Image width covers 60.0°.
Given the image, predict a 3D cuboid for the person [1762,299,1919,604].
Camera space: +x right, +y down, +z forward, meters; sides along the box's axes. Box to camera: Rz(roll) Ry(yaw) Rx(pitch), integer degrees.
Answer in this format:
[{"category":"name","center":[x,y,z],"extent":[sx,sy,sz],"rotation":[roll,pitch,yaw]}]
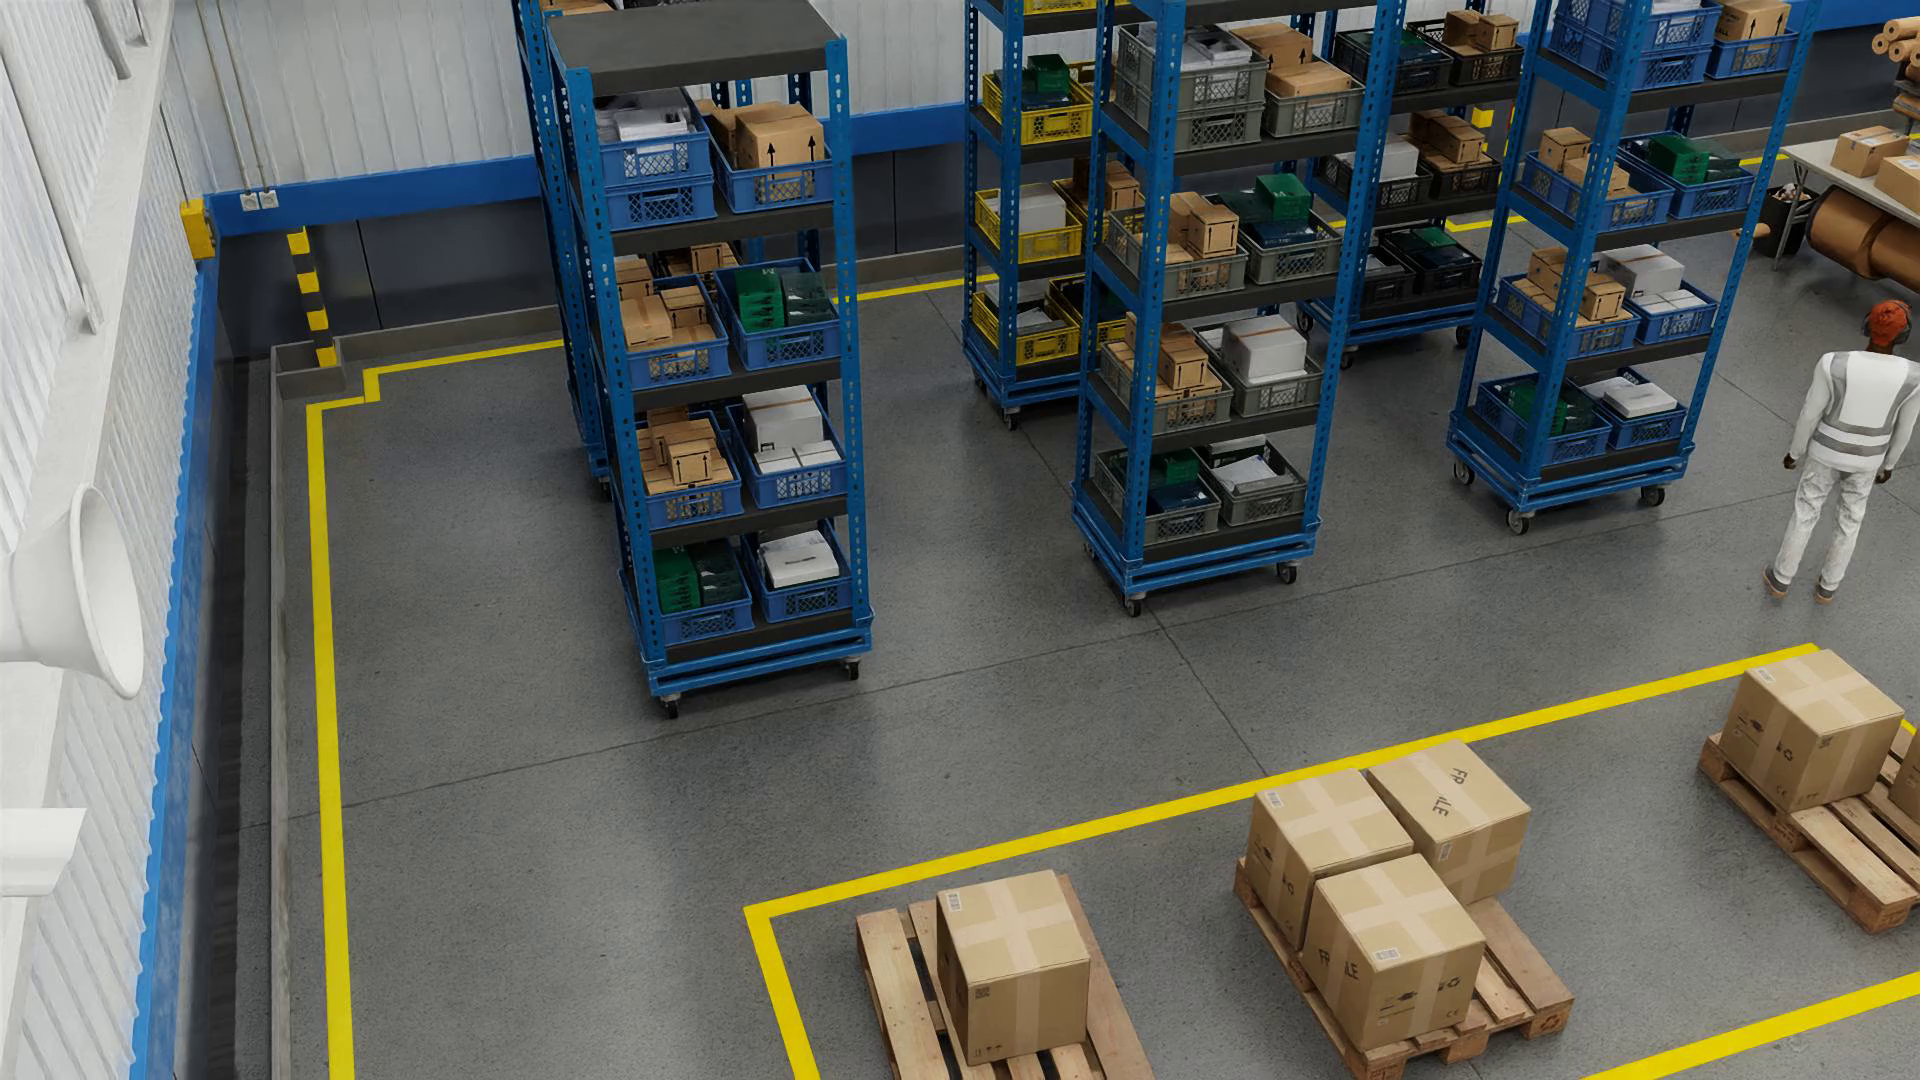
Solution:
[{"category":"person","center":[4.957,-0.476,9.329],"extent":[0.572,1.884,0.360],"rotation":[12,37,16]}]
